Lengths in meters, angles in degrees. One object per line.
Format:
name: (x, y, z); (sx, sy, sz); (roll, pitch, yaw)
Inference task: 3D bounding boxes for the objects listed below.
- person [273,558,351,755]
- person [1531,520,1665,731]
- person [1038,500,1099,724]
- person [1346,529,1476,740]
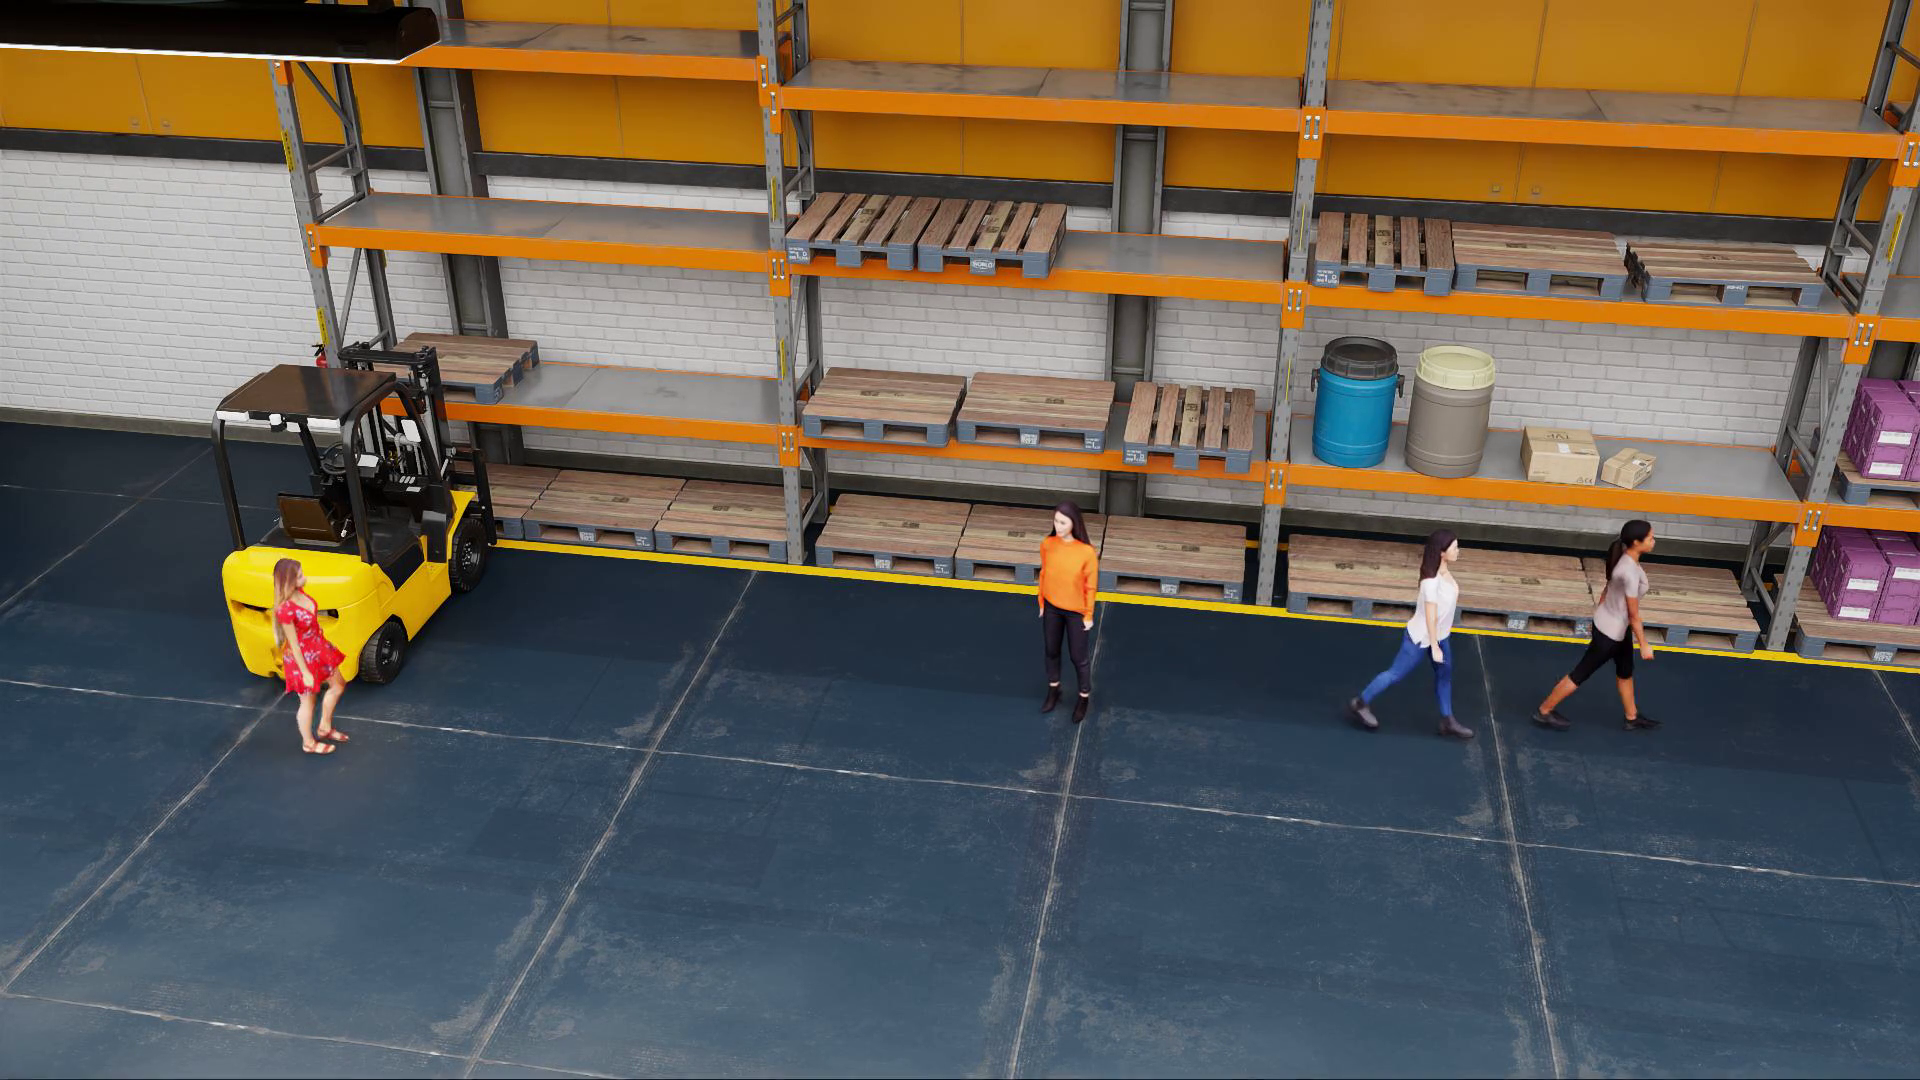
person: (-4.653, 0.827, 11.598); (0.688, 1.580, 0.653); (-2, 29, -3)
person: (4.522, 0.649, 11.798); (1.162, 1.702, 0.701); (8, 30, 15)
person: (0.782, 0.496, 12.034); (0.625, 1.744, 0.757); (17, 33, 28)
person: (3.191, 0.696, 11.770); (1.206, 1.645, 0.862); (14, 32, 25)
